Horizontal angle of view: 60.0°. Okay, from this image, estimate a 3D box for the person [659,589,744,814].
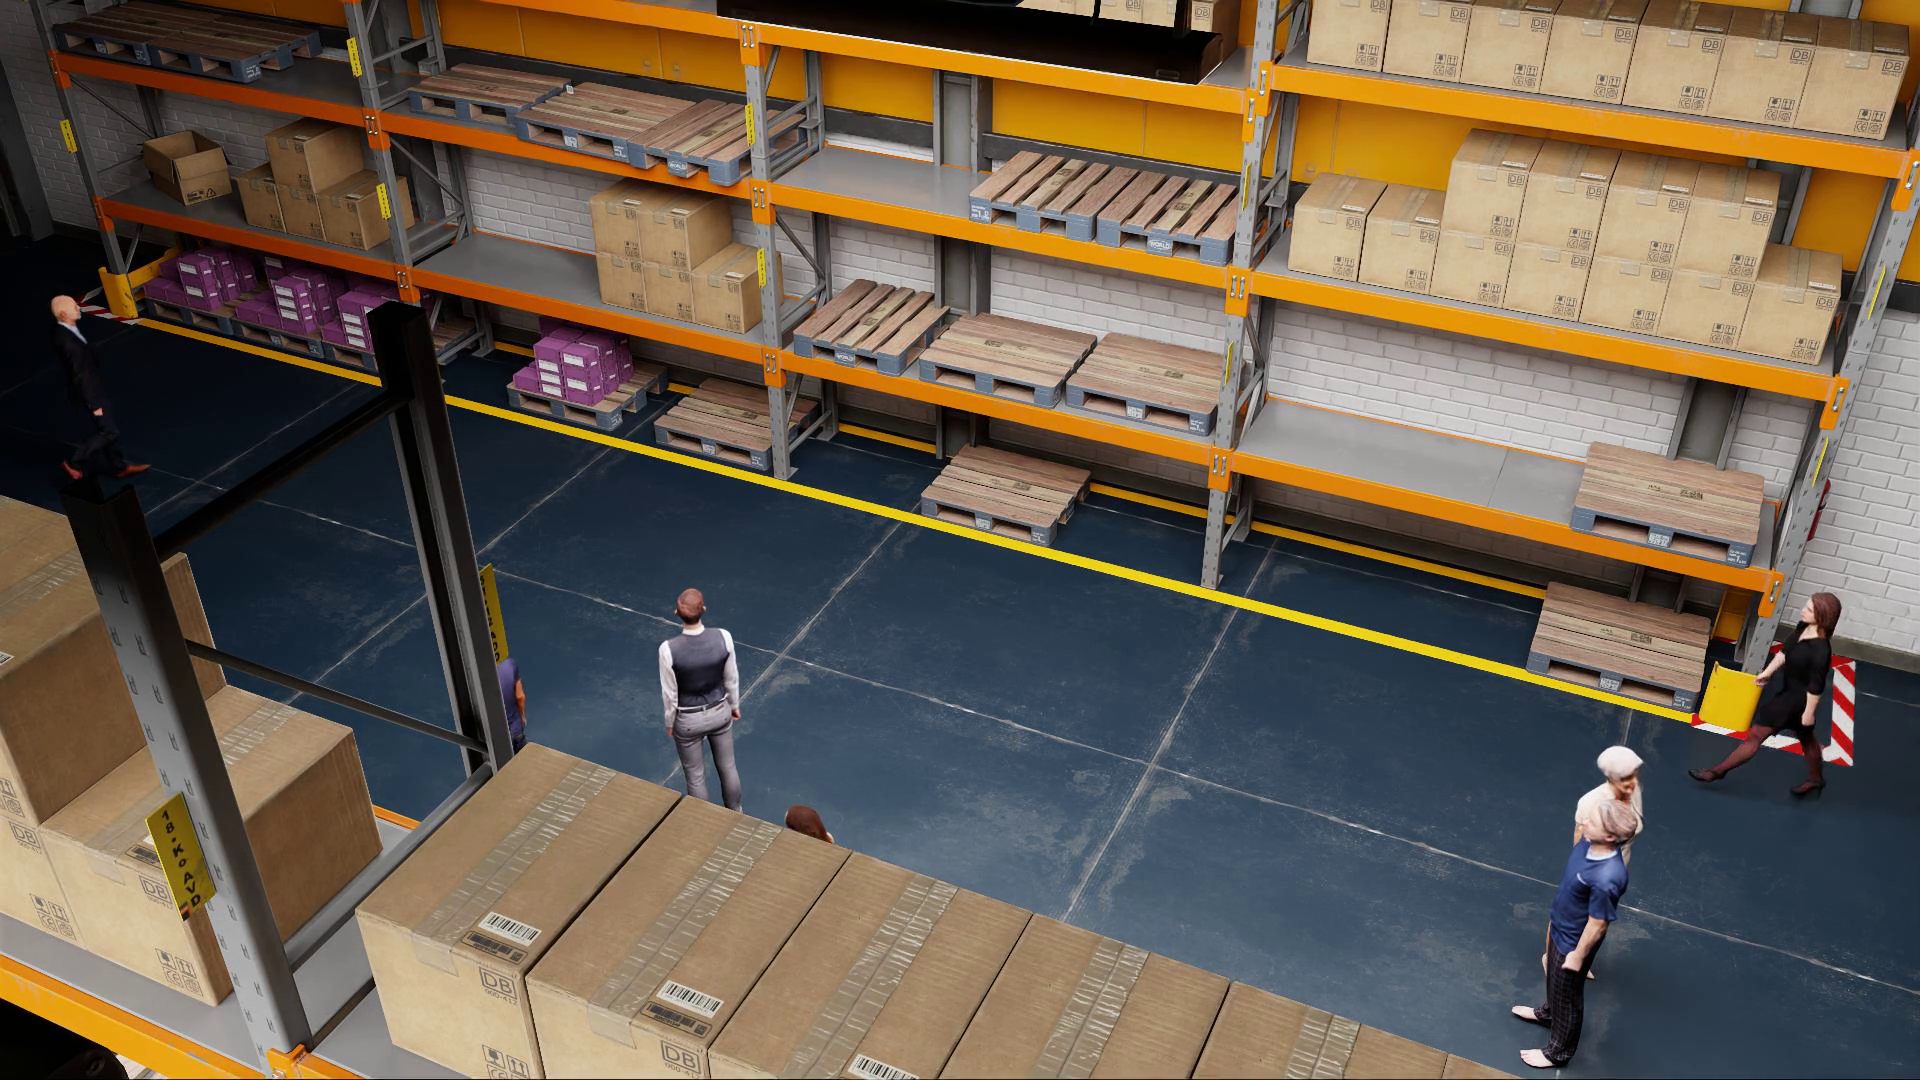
[{"bbox_3d":[-1.650,1.114,10.656,0.742,1.939,0.789,-13,36,-19],"label":"person"}]

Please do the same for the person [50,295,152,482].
[{"bbox_3d":[-7.598,-1.250,14.347,1.045,1.790,1.012,-16,37,-23],"label":"person"}]

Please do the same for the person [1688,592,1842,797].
[{"bbox_3d":[5.609,1.070,10.981,1.159,1.652,0.749,8,34,12],"label":"person"}]

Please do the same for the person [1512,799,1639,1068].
[{"bbox_3d":[3.403,2.147,9.163,0.641,1.871,0.712,6,34,8],"label":"person"}]

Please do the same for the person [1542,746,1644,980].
[{"bbox_3d":[3.665,1.902,9.635,0.702,1.756,0.719,-18,38,-25],"label":"person"}]

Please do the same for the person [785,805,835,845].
[{"bbox_3d":[-0.758,2.140,9.542,0.816,1.462,0.605,20,38,27],"label":"person"}]
